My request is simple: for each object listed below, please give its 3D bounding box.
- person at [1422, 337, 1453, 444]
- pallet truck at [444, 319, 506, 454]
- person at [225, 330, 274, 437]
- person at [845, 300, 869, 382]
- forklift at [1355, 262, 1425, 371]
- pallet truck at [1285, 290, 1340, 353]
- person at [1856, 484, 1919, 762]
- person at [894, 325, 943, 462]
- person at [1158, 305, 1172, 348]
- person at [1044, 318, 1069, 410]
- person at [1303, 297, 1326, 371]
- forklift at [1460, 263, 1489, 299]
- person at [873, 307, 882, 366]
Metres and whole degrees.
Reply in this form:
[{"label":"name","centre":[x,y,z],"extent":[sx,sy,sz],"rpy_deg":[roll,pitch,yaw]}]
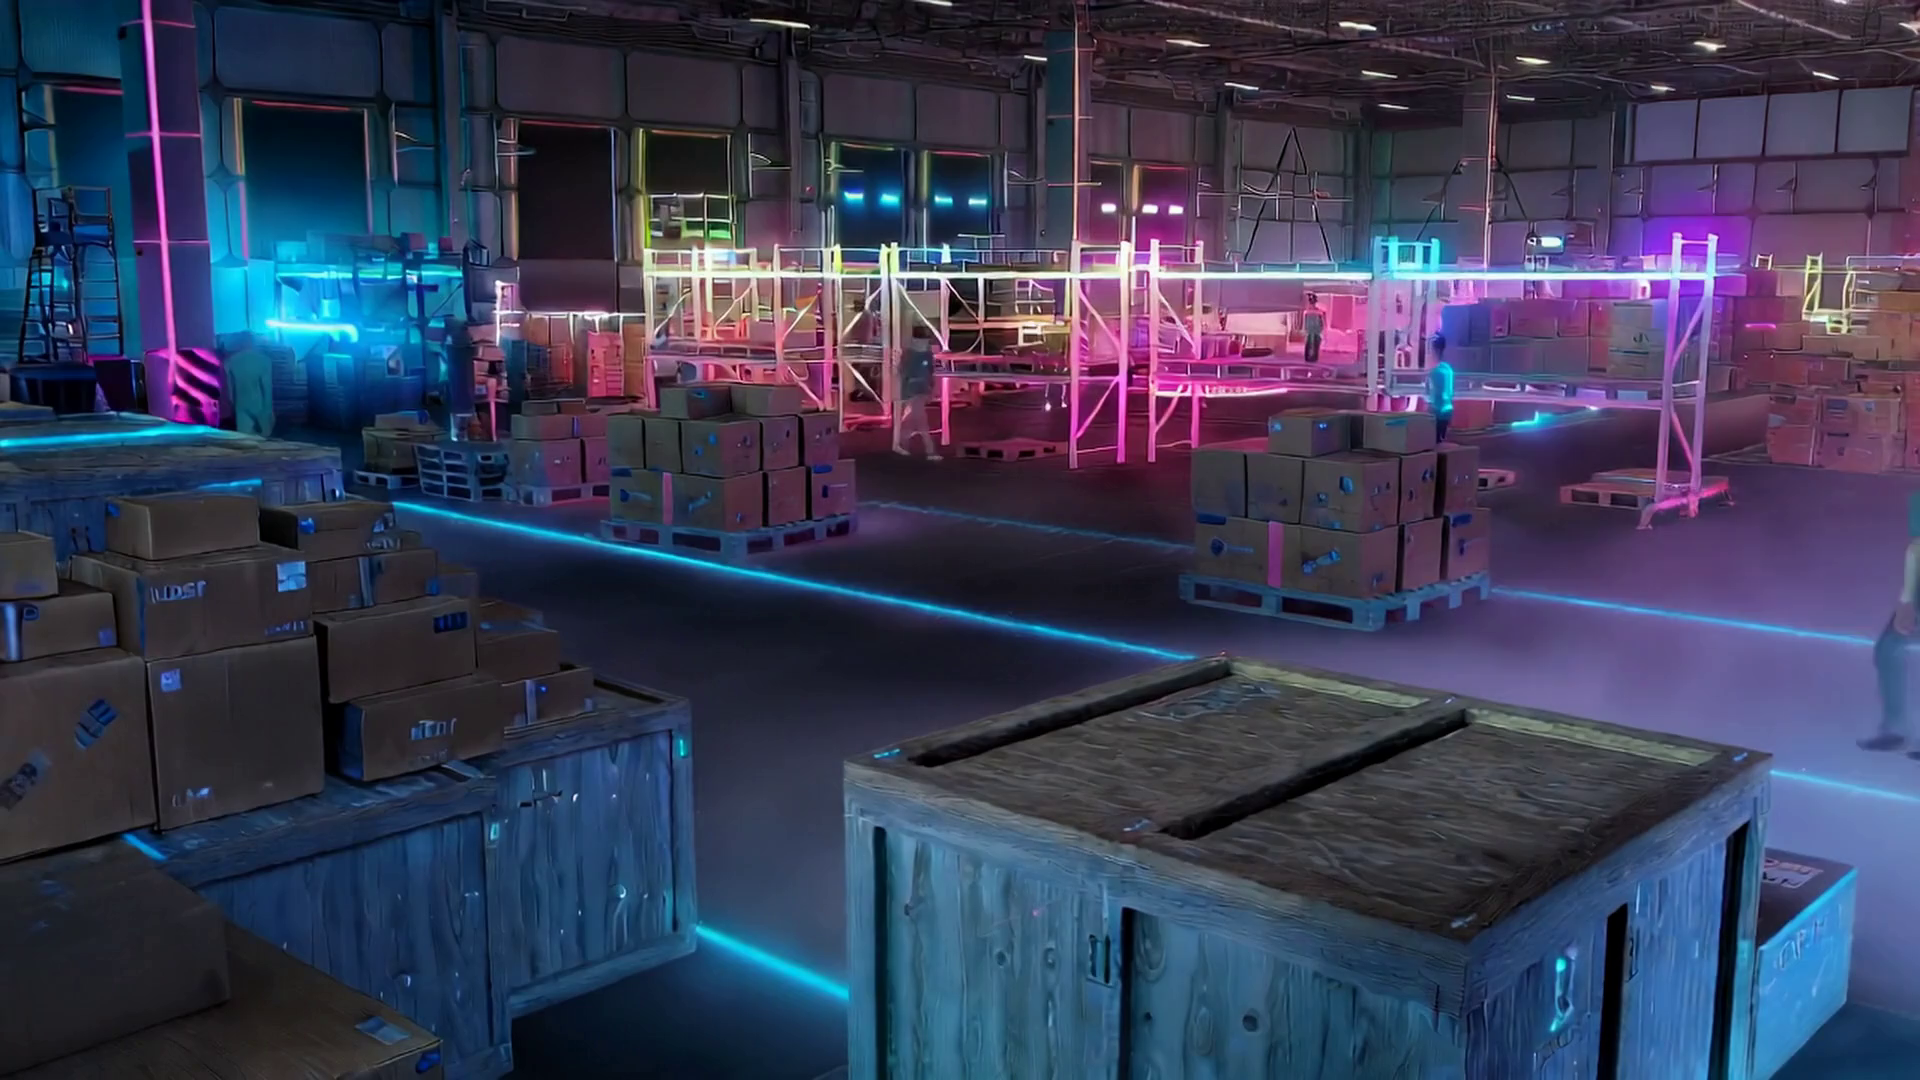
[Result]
[{"label":"person","centre":[5.439,-1.372,18.998],"extent":[0.355,1.887,0.572],"rpy_deg":[4,10,22]},{"label":"pallet truck","centre":[-6.981,-1.942,22.150],"extent":[1.885,1.965,0.823],"rpy_deg":[1,9,9]},{"label":"person","centre":[-8.858,-1.659,20.732],"extent":[0.629,1.905,0.927],"rpy_deg":[1,9,6]},{"label":"person","centre":[-2.455,-4.685,39.257],"extent":[0.552,1.908,0.772],"rpy_deg":[2,10,14]},{"label":"forklift","centre":[10.955,-5.642,42.140],"extent":[1.129,2.768,1.873],"rpy_deg":[-2,9,-9]},{"label":"pallet truck","centre":[11.297,-6.951,52.861],"extent":[1.885,1.965,0.823],"rpy_deg":[-5,11,-29]},{"label":"person","centre":[5.161,0.287,8.936],"extent":[0.549,1.846,0.653],"rpy_deg":[-3,10,-15]},{"label":"person","centre":[-0.594,-2.048,23.142],"extent":[0.937,1.890,0.601],"rpy_deg":[8,12,39]},{"label":"person","centre":[5.681,-5.748,46.500],"extent":[0.599,1.658,0.405],"rpy_deg":[1,9,8]},{"label":"person","centre":[1.825,-3.322,31.412],"extent":[0.485,1.739,0.319],"rpy_deg":[-2,9,-12]},{"label":"person","centre":[9.215,-5.351,43.275],"extent":[0.627,1.929,0.350],"rpy_deg":[6,11,33]},{"label":"forklift","centre":[14.264,-6.317,46.273],"extent":[1.873,2.768,1.129],"rpy_deg":[-2,10,-15]},{"label":"person","centre":[-2.159,-5.385,44.391],"extent":[0.312,1.633,0.519],"rpy_deg":[-2,9,-9]}]
